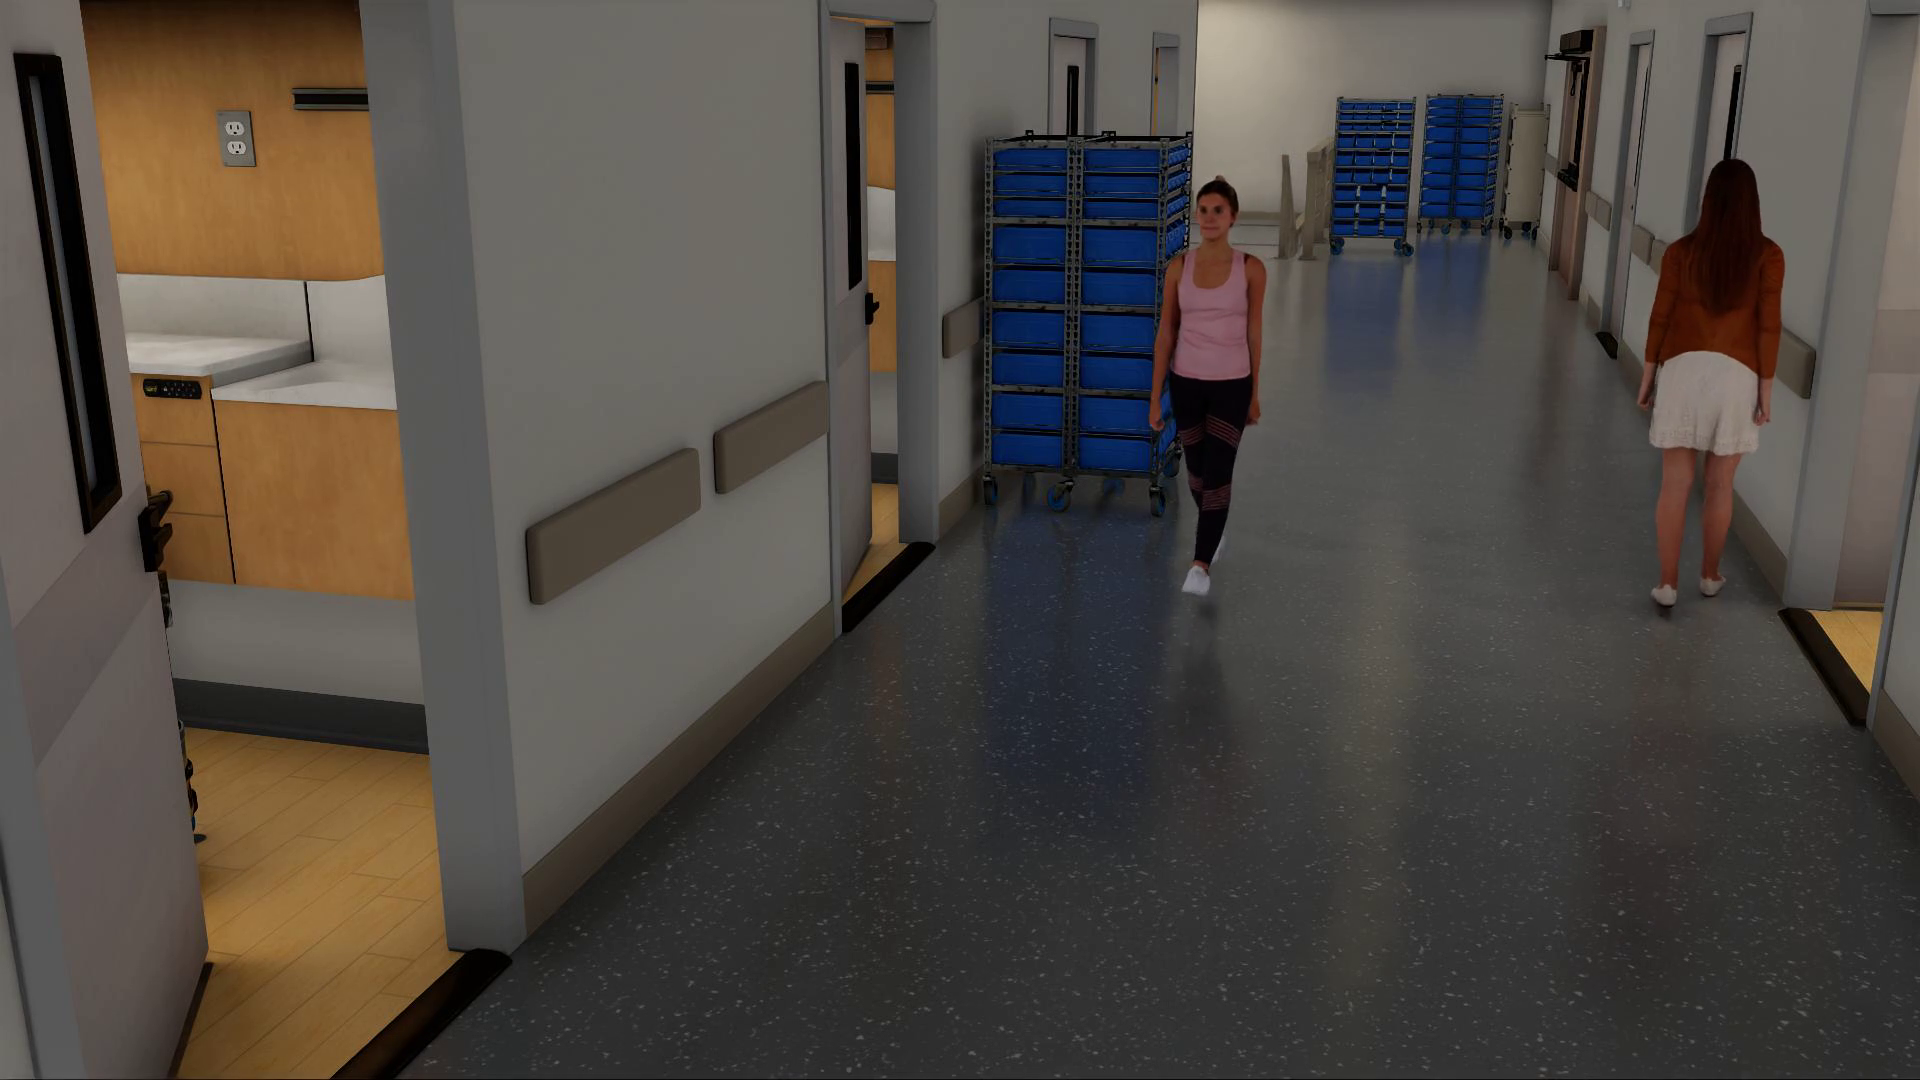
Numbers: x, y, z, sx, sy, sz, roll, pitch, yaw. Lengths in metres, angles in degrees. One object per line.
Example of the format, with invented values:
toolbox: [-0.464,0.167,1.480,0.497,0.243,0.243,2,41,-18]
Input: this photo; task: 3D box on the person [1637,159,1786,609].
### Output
person: [2.846,-0.574,6.349,0.720,1.711,0.852,8,17,25]

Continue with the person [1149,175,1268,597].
person: [1.010,-0.604,6.677,0.621,1.590,1.097,5,17,19]
